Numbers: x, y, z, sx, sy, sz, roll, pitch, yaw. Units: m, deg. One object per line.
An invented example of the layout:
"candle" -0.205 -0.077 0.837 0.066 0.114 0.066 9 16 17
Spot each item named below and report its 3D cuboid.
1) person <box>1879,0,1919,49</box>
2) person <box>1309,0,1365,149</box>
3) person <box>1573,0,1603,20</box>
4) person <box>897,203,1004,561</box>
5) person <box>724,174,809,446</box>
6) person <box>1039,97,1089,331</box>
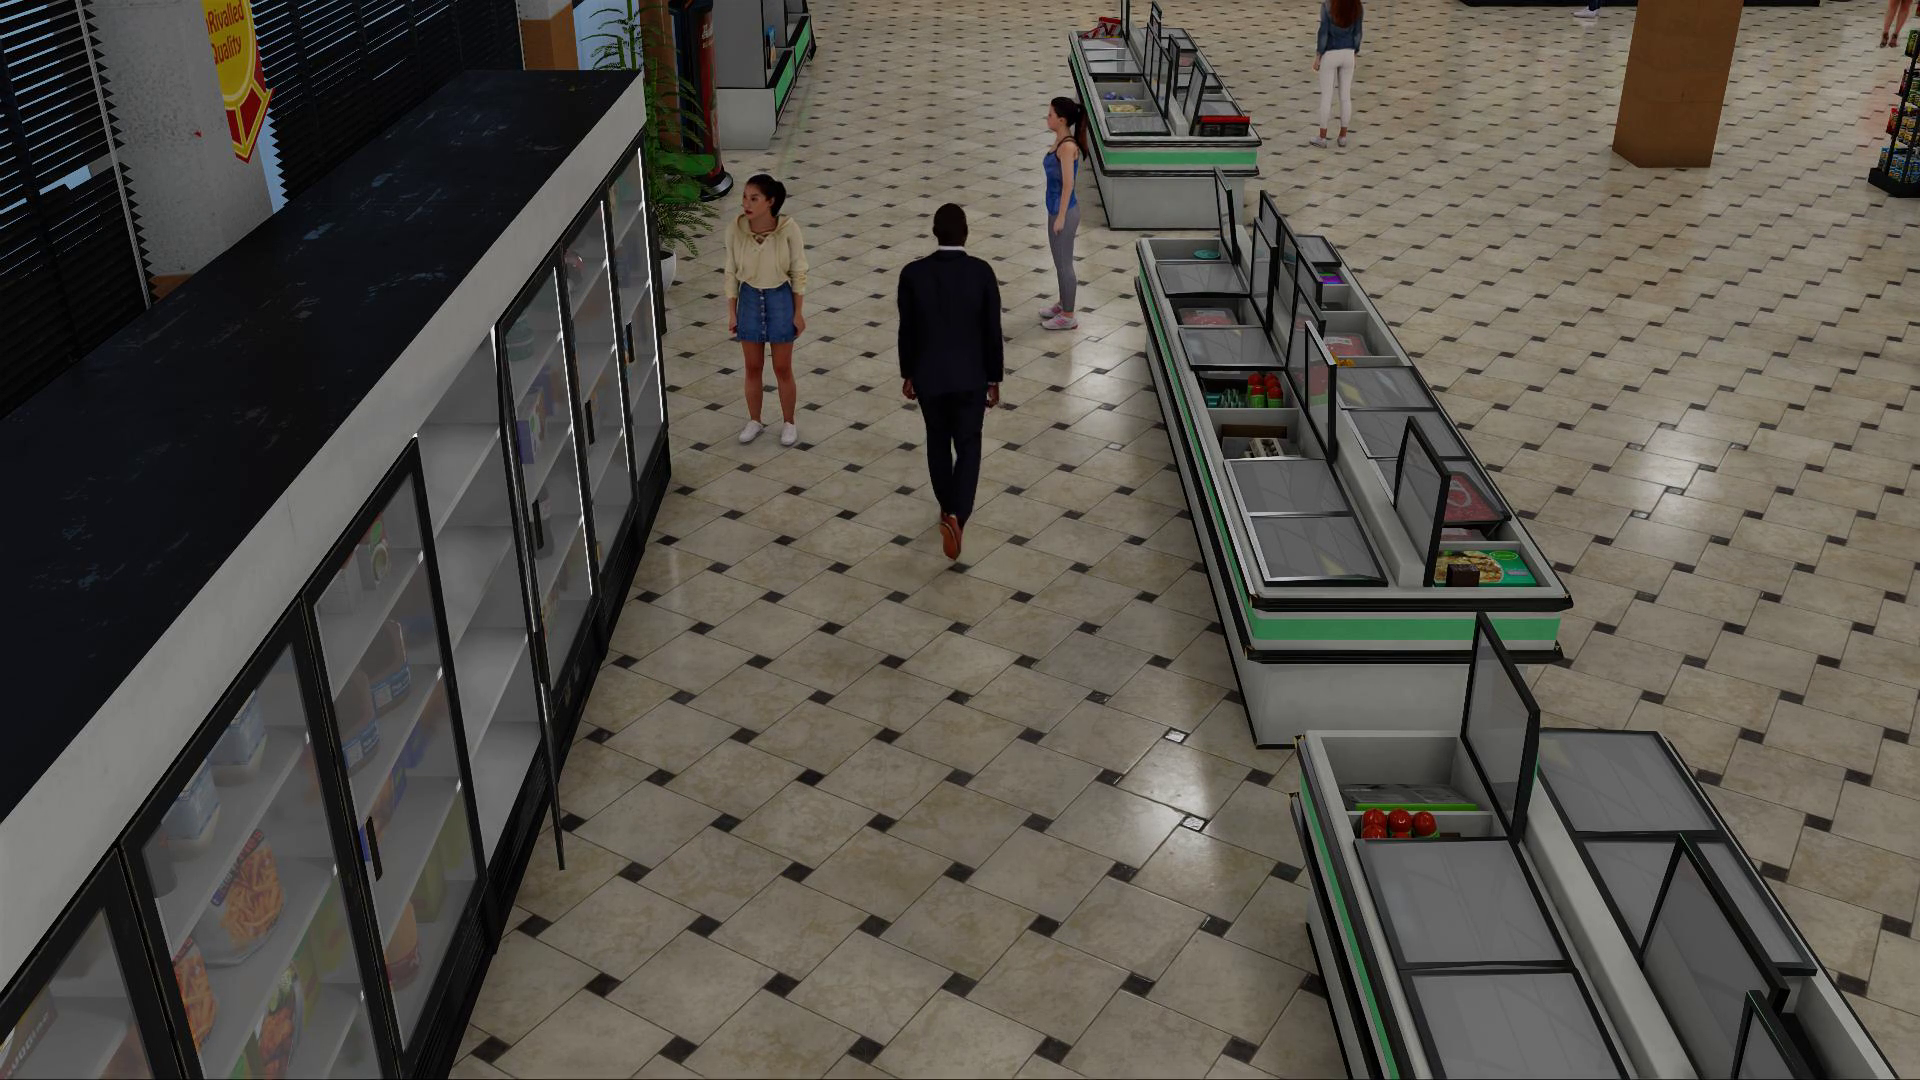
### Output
"person" 12.034 -7.123 21.056 0.762 1.706 0.858 16 31 29
"person" 3.713 -4.720 16.321 0.641 1.703 0.564 -4 27 -8
"person" 8.863 -8.207 23.019 0.847 1.864 0.733 17 32 30
"person" -0.055 -0.789 8.462 0.819 1.800 1.119 5 27 9
"person" -1.128 -1.346 9.749 0.665 1.630 0.565 3 27 6
"person" 0.713 -2.277 11.609 0.614 1.608 0.447 0 27 0
